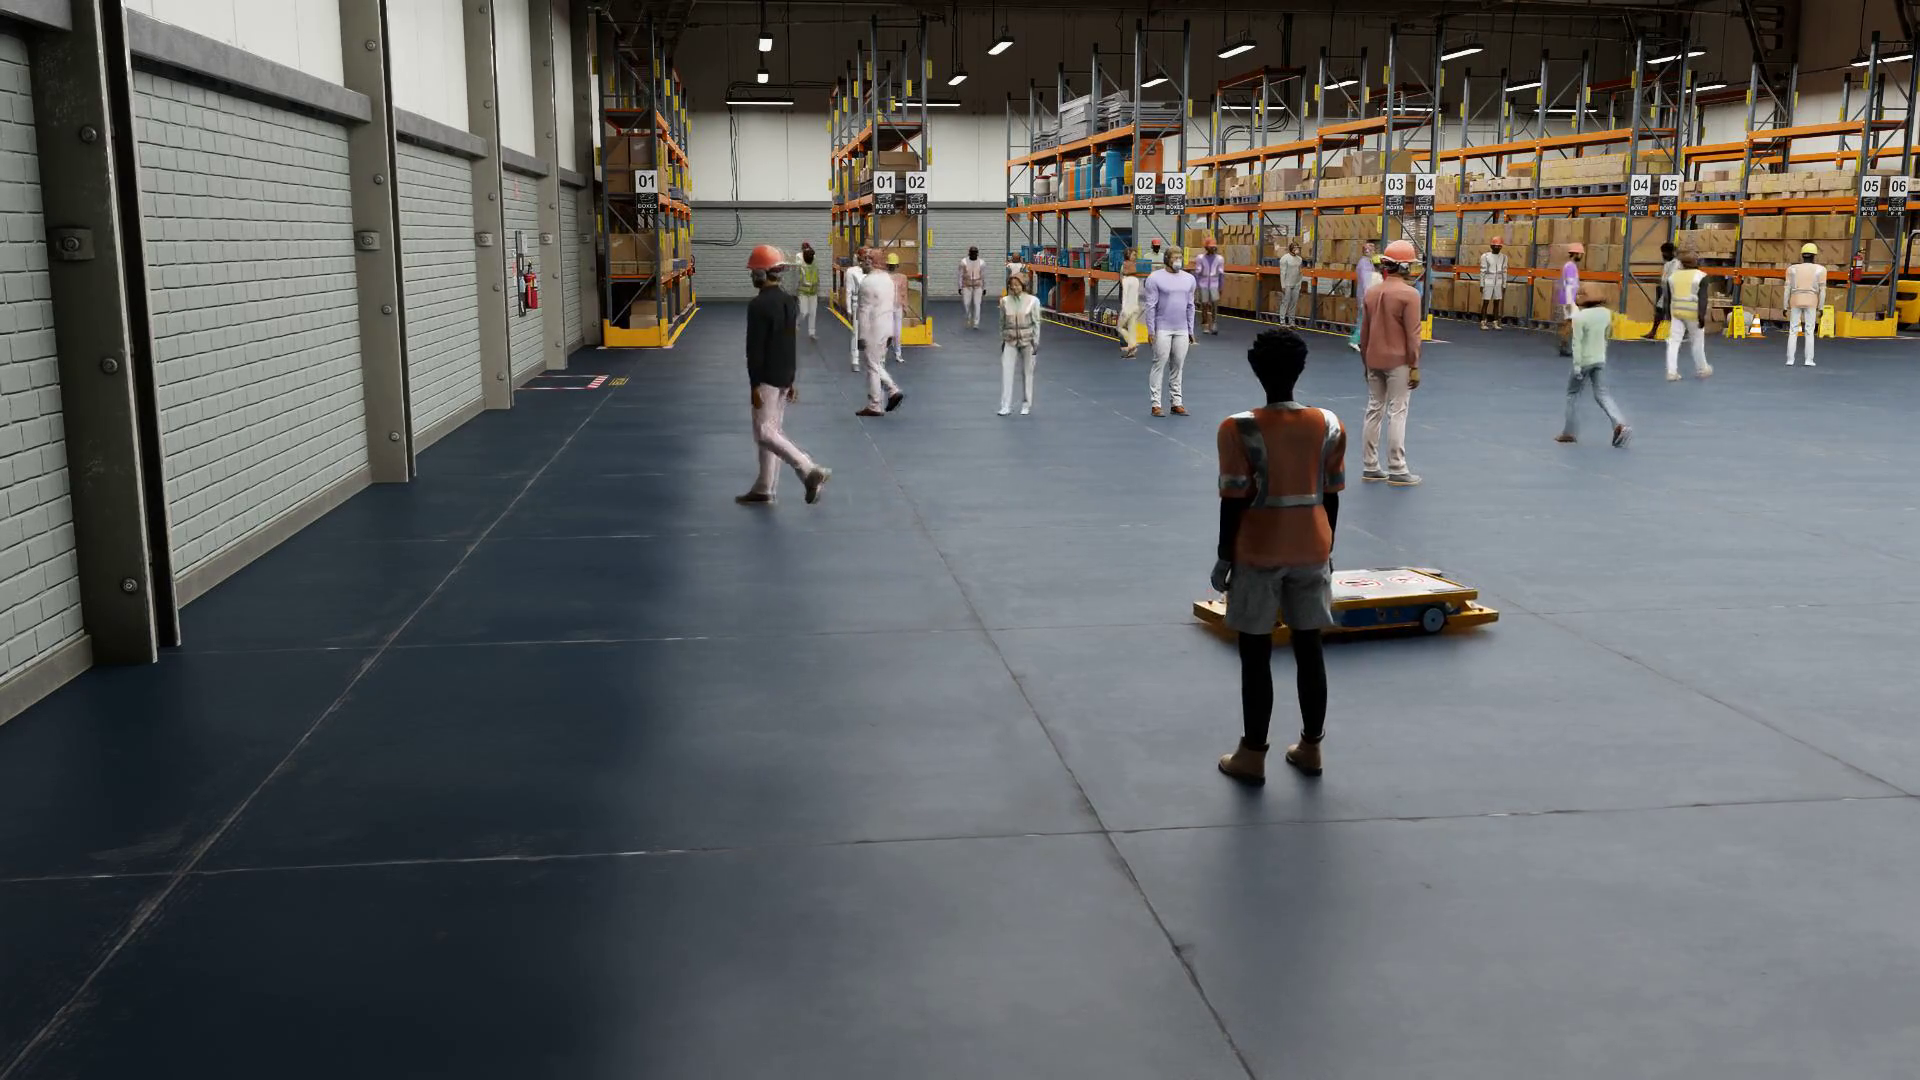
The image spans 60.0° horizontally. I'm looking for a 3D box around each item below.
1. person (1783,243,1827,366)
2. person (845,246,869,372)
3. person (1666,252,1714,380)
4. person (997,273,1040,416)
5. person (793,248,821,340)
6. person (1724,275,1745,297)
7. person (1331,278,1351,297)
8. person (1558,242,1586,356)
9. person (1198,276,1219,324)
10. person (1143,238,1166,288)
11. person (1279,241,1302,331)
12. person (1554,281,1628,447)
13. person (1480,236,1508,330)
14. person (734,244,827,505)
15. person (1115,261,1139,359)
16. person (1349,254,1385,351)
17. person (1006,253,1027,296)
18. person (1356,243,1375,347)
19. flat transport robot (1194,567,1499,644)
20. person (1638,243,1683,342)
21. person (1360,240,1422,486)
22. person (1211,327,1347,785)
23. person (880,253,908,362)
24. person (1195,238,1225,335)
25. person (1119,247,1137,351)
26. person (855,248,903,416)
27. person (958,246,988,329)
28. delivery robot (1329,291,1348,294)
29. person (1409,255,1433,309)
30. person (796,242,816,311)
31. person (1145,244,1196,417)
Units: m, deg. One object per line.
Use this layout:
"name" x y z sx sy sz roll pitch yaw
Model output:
"person" 13.270 -3.692 26.154 0.591 1.923 0.381 7 12 33
"person" -1.444 -3.475 25.073 0.584 1.883 0.337 -4 11 -20
"person" 10.404 -3.181 23.687 0.935 1.794 0.661 -8 13 -37
"person" 0.654 -2.193 18.788 0.524 1.605 0.754 3 11 17
"person" -3.047 -4.853 32.816 0.661 1.817 0.554 -8 13 -39
"person" 20.928 -7.108 44.904 0.586 1.921 0.388 -1 10 -5
"person" 9.816 -6.631 42.815 0.488 1.731 0.530 0 10 -2
"person" 10.390 -4.065 28.182 0.437 1.925 0.581 4 11 19
"person" 5.774 -5.819 38.611 0.509 1.632 0.265 1 10 3
"person" 4.692 -6.250 39.982 0.611 1.995 0.380 -2 11 -10
"person" 7.144 -5.472 35.904 0.625 1.934 0.363 -7 12 -34
"person" 6.162 -1.709 16.151 0.494 1.605 0.751 -4 11 -20
"person" 11.588 -5.559 36.094 0.606 2.035 0.405 -1 10 -5
"person" -1.350 -1.206 12.399 0.771 1.974 0.622 4 11 23
"person" 2.789 -3.823 27.683 0.341 1.619 0.531 7 13 34
"person" 7.279 -4.161 29.264 0.883 1.728 0.532 5 11 23
"person" 1.375 -6.184 40.599 0.511 1.640 0.308 1 10 6
"person" 7.477 -4.487 30.559 0.410 1.909 0.643 1 10 8
"flat transport robot" 2.008 0.326 8.661 1.431 0.197 0.652 -4 11 -19
"person" 13.538 -4.747 31.959 0.901 1.910 0.691 1 10 4
"person" 3.548 -1.447 13.649 0.391 1.995 0.613 -6 12 -29
"person" 1.178 0.061 6.191 0.537 1.698 0.320 -3 11 -18
"person" -1.100 -3.752 26.938 0.523 1.761 0.328 -3 11 -15
"person" 5.188 -5.262 34.574 0.614 1.993 1.002 1 10 6
"person" 2.991 -4.272 29.551 0.345 1.846 0.508 1 10 7
"person" -0.967 -2.339 18.804 0.452 1.892 0.670 4 11 21
"person" 0.285 -5.577 36.752 0.656 1.825 0.450 0 10 -1
"delivery robot" 11.361 -7.317 49.523 0.707 0.478 0.477 0 10 2
"person" 9.528 -5.091 34.553 0.552 1.644 0.876 -2 10 -10
"person" -4.229 -7.220 45.610 0.573 1.883 0.356 -1 10 -5
"person" 2.390 -2.366 18.842 0.632 1.940 0.372 -4 11 -23
